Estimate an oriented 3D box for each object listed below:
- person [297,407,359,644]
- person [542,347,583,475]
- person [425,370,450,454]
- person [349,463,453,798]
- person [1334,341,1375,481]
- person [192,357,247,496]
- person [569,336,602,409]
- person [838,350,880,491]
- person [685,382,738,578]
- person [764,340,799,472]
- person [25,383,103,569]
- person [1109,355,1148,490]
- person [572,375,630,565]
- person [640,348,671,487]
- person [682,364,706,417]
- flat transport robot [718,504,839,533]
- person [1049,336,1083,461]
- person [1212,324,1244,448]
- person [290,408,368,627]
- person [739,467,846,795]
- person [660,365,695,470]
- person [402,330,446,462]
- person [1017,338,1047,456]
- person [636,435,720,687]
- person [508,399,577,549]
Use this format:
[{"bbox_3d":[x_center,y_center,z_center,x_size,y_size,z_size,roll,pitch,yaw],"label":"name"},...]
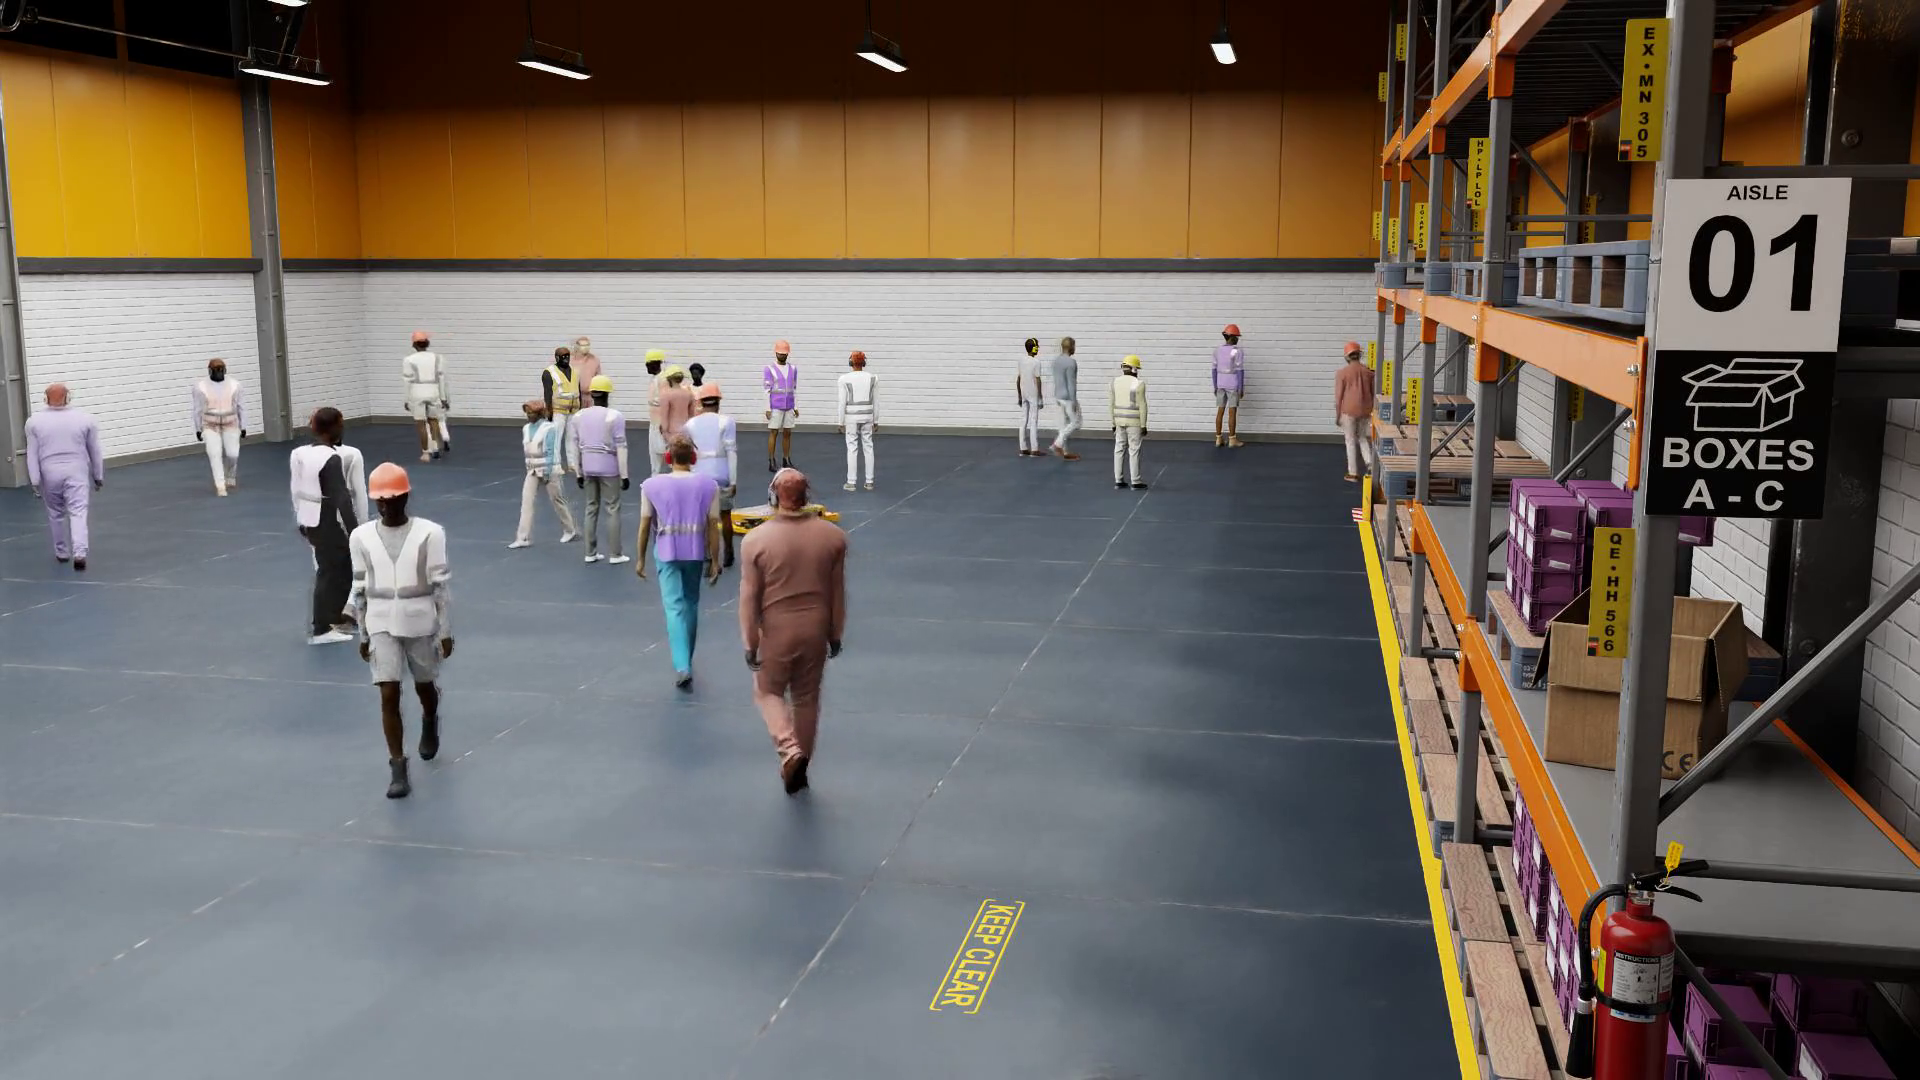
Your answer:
[{"bbox_3d":[-4.992,-0.116,13.360,0.606,1.897,0.606,-6,11,-33],"label":"person"},{"bbox_3d":[-5.720,-1.869,24.077,0.429,1.844,0.626,8,12,40],"label":"person"},{"bbox_3d":[-8.399,-2.168,26.533,0.519,1.628,0.413,-6,11,-31],"label":"person"},{"bbox_3d":[-3.248,0.480,9.724,0.551,1.910,0.845,-2,10,-10],"label":"person"},{"bbox_3d":[5.522,-1.792,23.251,0.617,1.967,0.527,-3,10,-15],"label":"person"},{"bbox_3d":[-9.735,-1.497,21.892,0.641,1.823,0.554,-5,11,-29],"label":"person"},{"bbox_3d":[-5.994,-2.295,26.492,0.662,1.896,0.459,-7,12,-37],"label":"person"},{"bbox_3d":[-1.362,-1.600,22.329,0.584,1.882,0.347,-4,10,-22],"label":"person"},{"bbox_3d":[-2.424,-0.611,16.398,0.548,1.868,0.948,1,9,5],"label":"person"},{"bbox_3d":[-2.591,-1.954,24.306,0.551,1.933,0.369,-7,12,-36],"label":"person"},{"bbox_3d":[-8.954,-0.645,16.659,0.660,1.862,0.993,-5,11,-29],"label":"person"},{"bbox_3d":[2.285,-1.578,22.382,0.588,1.823,0.403,8,12,40],"label":"person"},{"bbox_3d":[-3.634,-0.709,16.873,0.596,1.916,0.398,3,10,18],"label":"person"},{"bbox_3d":[-4.041,-1.655,22.590,0.593,1.907,0.602,-5,11,-26],"label":"person"},{"bbox_3d":[-3.684,-1.664,23.439,0.541,1.658,0.879,1,9,4],"label":"person"},{"bbox_3d":[-2.108,-0.266,19.135,0.652,0.197,1.431,7,12,37],"label":"flat transport robot"},{"bbox_3d":[1.632,-2.158,25.542,0.460,1.928,0.655,-3,10,-20],"label":"person"},{"bbox_3d":[4.466,-2.553,27.601,0.394,2.040,0.609,-9,13,-42],"label":"person"},{"bbox_3d":[-5.165,-0.153,13.664,0.592,1.869,0.524,-2,10,-13],"label":"person"},{"bbox_3d":[-0.938,0.533,9.462,0.649,1.889,0.616,-5,10,-26],"label":"person"},{"bbox_3d":[-3.606,-1.377,21.389,0.544,1.737,0.562,-9,13,-44],"label":"person"},{"bbox_3d":[-8.225,-2.202,25.500,0.633,2.032,0.420,-7,12,-36],"label":"person"},{"bbox_3d":[1.118,-2.255,26.324,0.335,1.868,0.521,-9,13,-42],"label":"person"},{"bbox_3d":[-2.032,0.137,12.118,0.588,1.807,0.947,-4,10,-20],"label":"person"},{"bbox_3d":[-4.498,-0.727,17.930,0.523,1.598,0.835,6,11,32],"label":"person"}]
